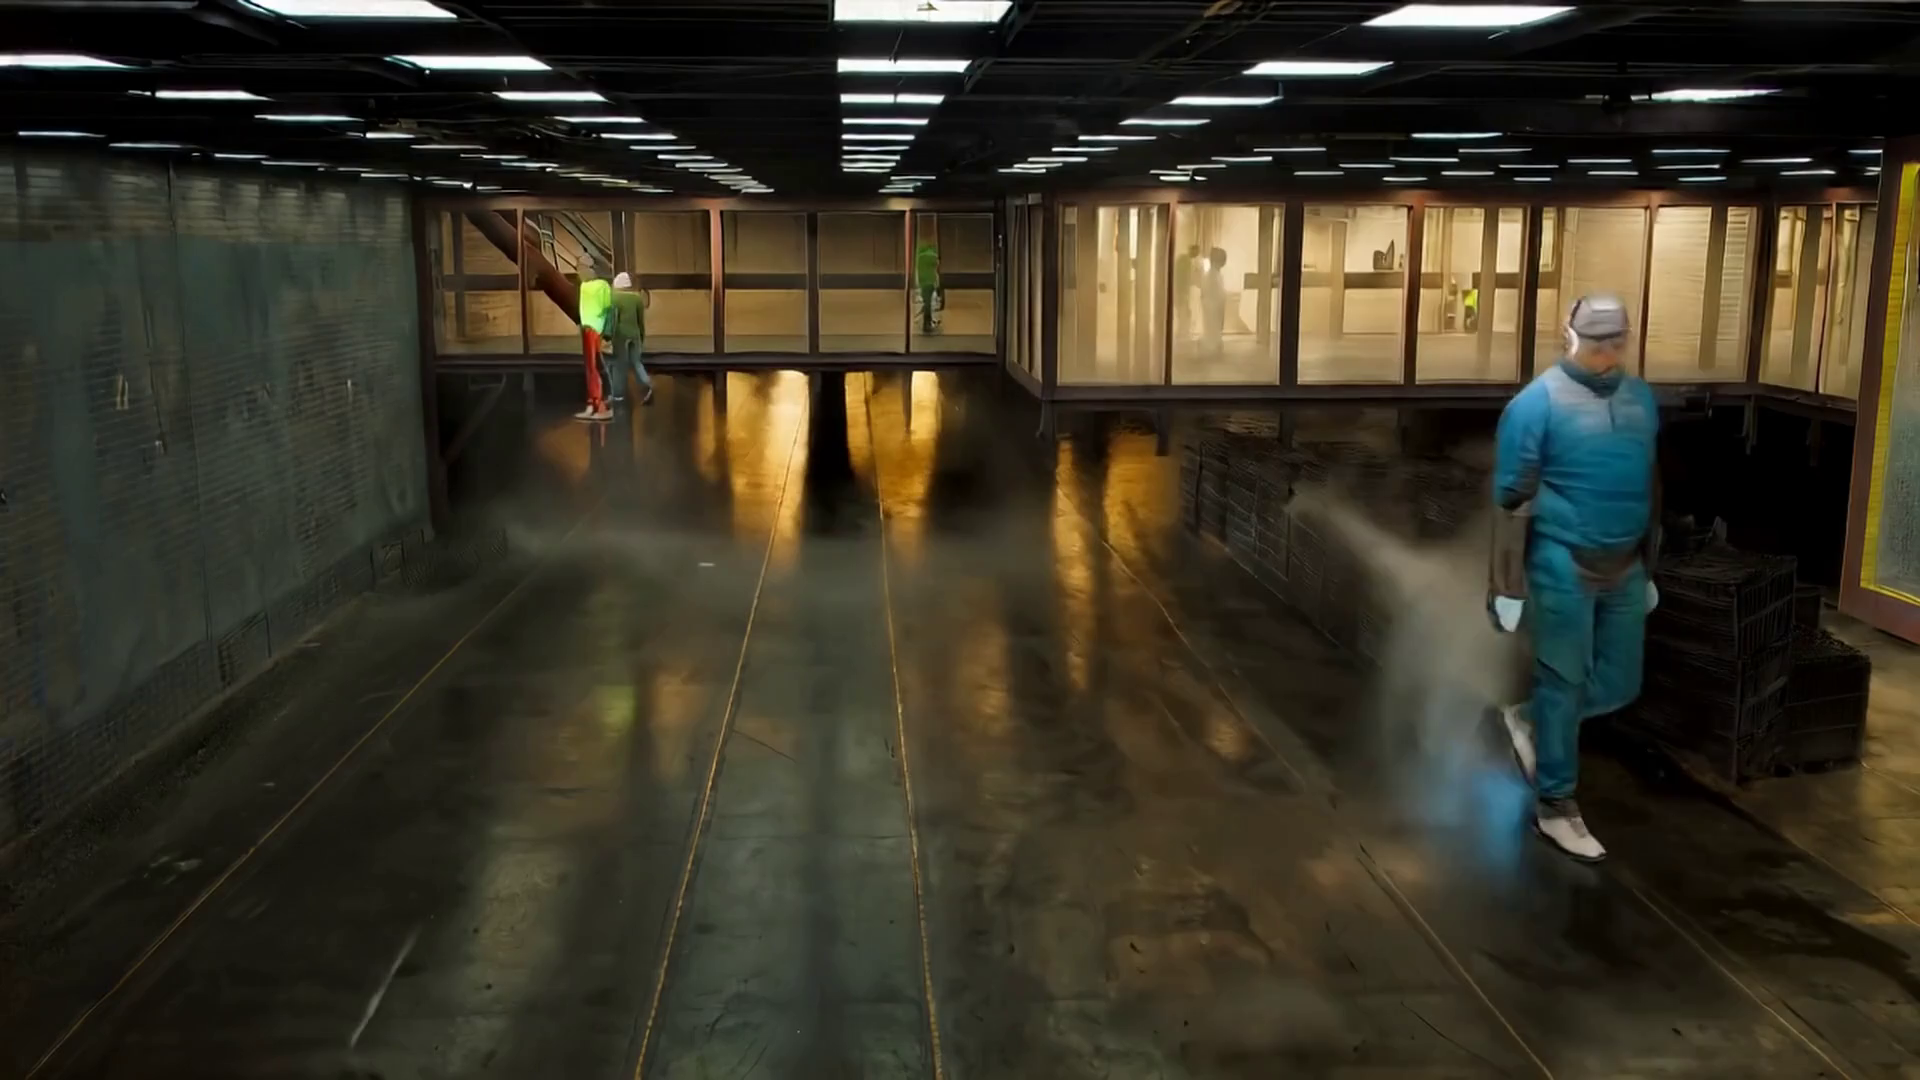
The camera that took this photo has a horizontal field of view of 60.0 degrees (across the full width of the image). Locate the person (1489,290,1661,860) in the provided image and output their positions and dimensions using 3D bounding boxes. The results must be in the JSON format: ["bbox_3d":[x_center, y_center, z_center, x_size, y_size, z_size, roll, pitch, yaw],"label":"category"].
[{"bbox_3d":[2.078,0.094,5.712,0.648,1.897,0.597,-5,11,-24],"label":"person"}]

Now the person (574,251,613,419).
[{"bbox_3d":[-4.107,-2.282,18.605,0.532,1.868,0.310,9,14,39],"label":"person"}]

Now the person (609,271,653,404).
[{"bbox_3d":[-4.021,-2.455,20.223,0.513,1.610,0.749,-9,14,-40],"label":"person"}]
